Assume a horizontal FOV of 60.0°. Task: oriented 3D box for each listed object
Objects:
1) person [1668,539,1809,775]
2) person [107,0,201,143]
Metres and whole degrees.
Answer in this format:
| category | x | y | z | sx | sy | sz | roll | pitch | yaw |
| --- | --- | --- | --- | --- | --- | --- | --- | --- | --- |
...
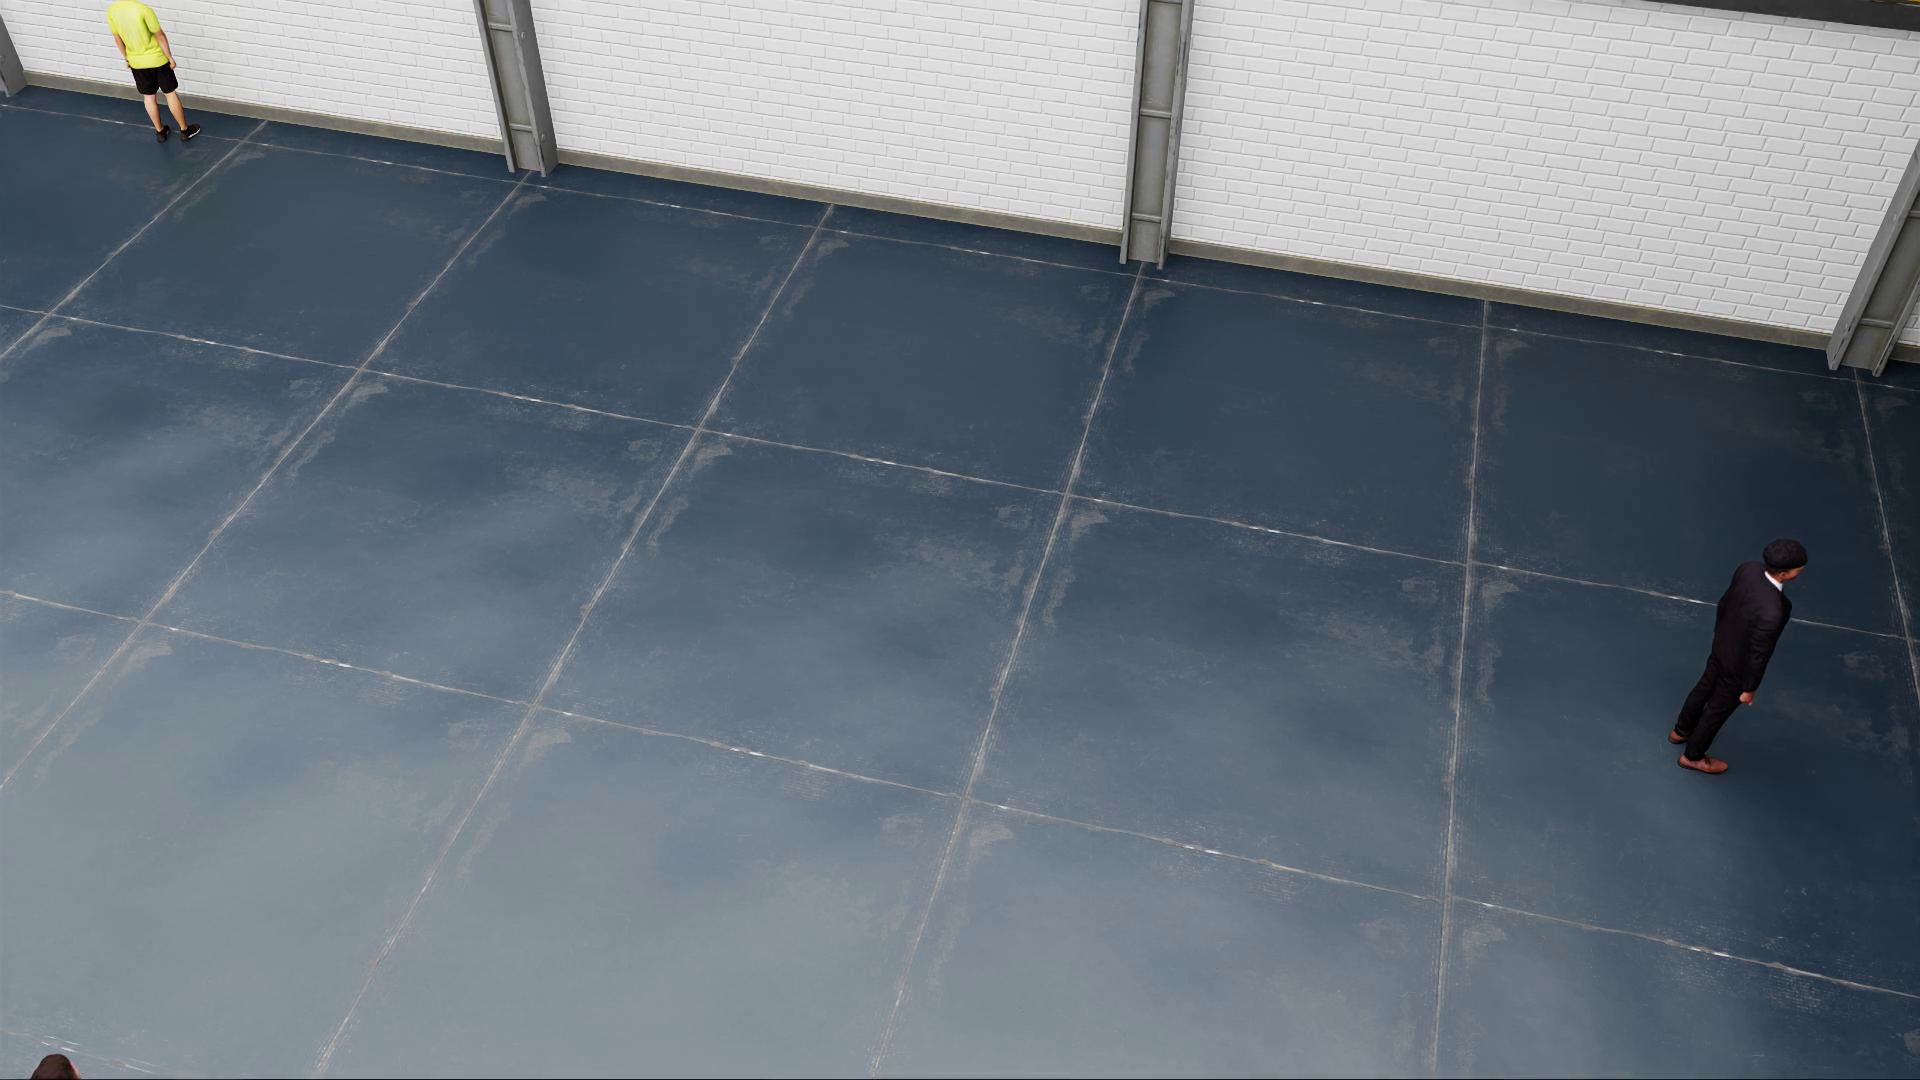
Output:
| category | x | y | z | sx | sy | sz | roll | pitch | yaw |
| --- | --- | --- | --- | --- | --- | --- | --- | --- | --- |
| person | 4.775 | 0.697 | 10.228 | 0.650 | 1.883 | 0.755 | 0 | 44 | 0 |
| person | -7.801 | -4.605 | 15.987 | 0.549 | 1.617 | 0.738 | -1 | 44 | -1 |
